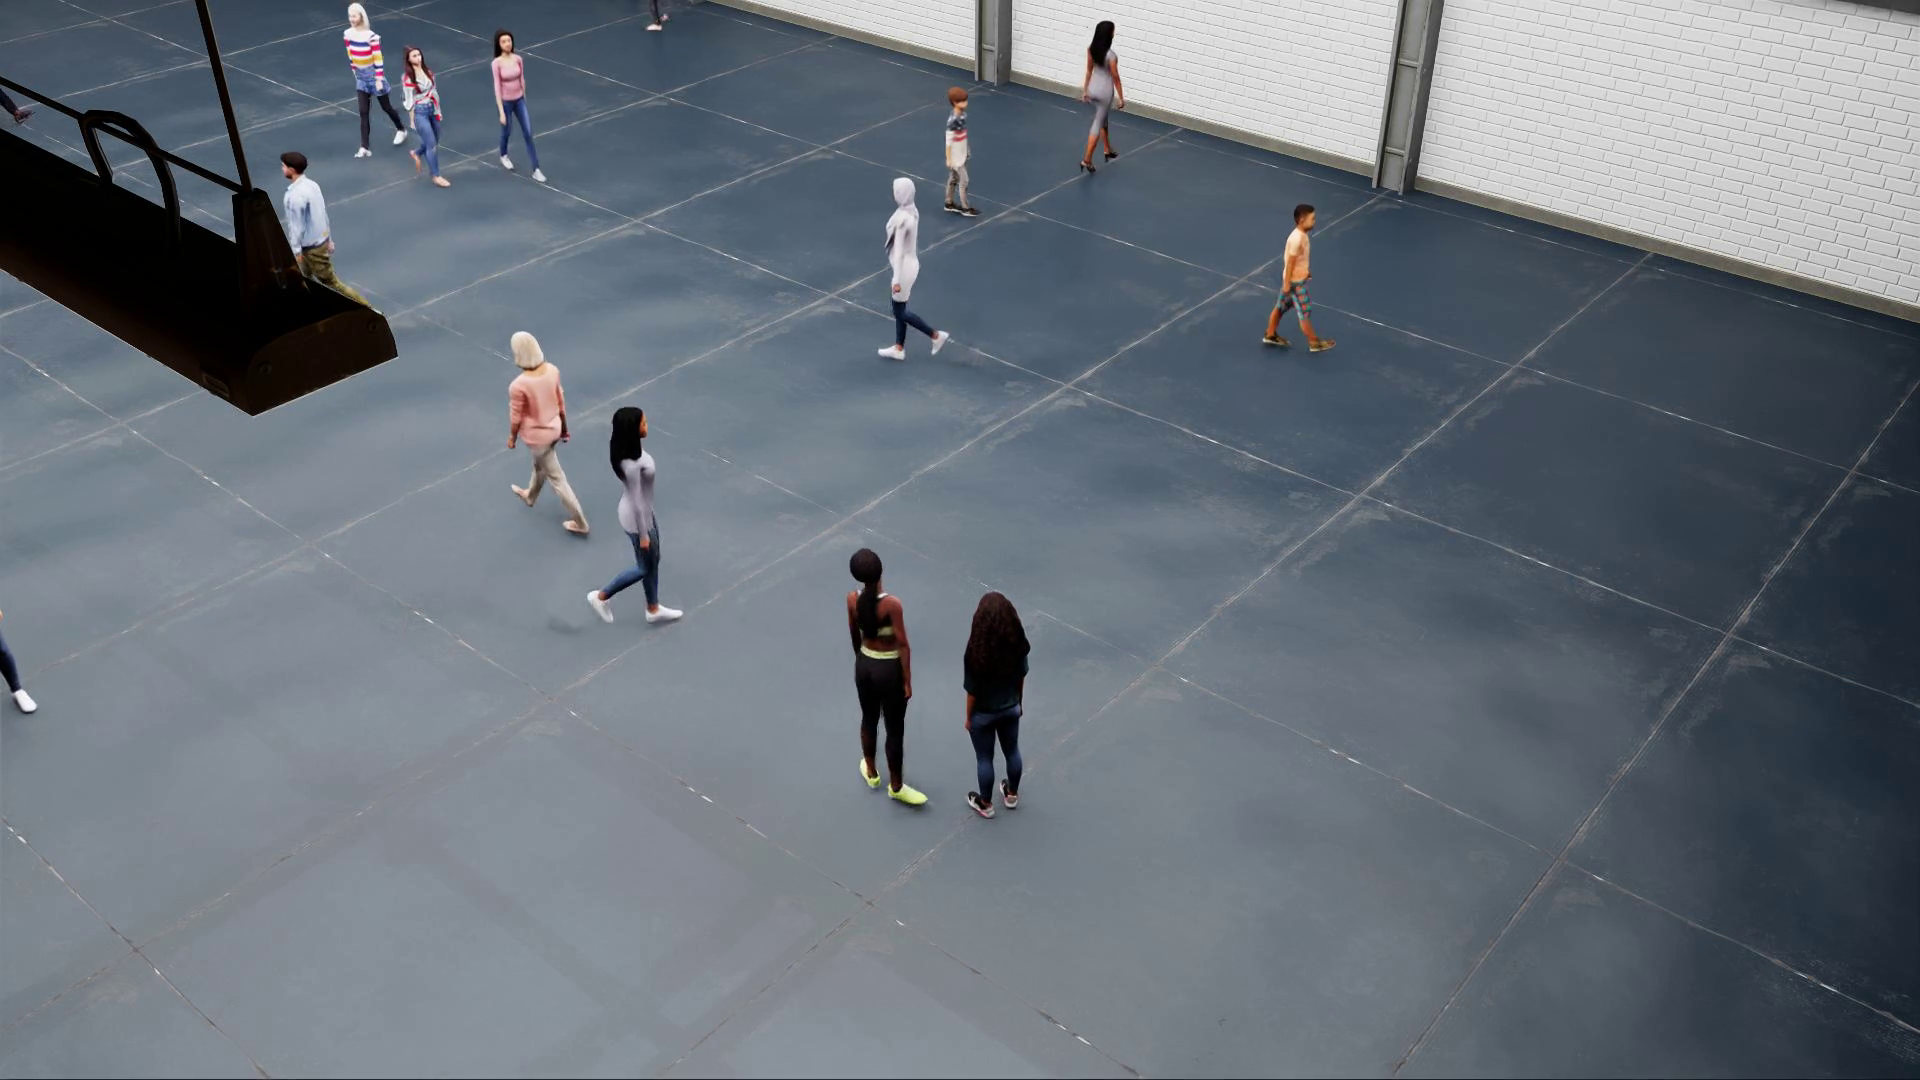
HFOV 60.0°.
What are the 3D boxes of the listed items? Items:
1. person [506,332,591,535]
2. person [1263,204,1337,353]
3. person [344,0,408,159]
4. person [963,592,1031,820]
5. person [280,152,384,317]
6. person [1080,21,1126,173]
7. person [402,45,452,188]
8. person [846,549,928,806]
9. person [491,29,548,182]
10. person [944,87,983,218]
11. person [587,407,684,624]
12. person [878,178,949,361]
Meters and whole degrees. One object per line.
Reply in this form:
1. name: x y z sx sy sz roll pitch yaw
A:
1. person: -3.148 -0.770 12.813 1.128 1.678 0.711 18 38 25
2. person: 3.059 -2.449 15.557 0.994 1.436 0.781 10 35 14
3. person: -6.968 -5.503 19.861 1.198 1.759 1.021 10 35 15
4. person: 0.213 1.017 10.181 0.692 1.616 0.718 -14 36 -19
5. person: -6.019 -2.761 15.727 1.248 1.769 1.193 -3 34 -5
6. person: 1.555 -5.087 19.236 0.802 1.759 0.898 -24 40 -31
7. person: -6.189 -4.881 19.073 0.967 1.595 0.665 20 39 27
8. person: -0.468 0.878 10.287 0.531 1.730 0.840 27 42 34
9. person: -5.226 -5.038 19.220 0.699 1.693 1.173 -26 41 -33
10. person: -0.091 -4.286 18.328 0.793 1.429 0.675 11 35 16
11. person: -2.386 -0.122 11.810 1.007 1.709 0.971 -4 34 -6
12. person: -0.428 -2.439 15.257 1.039 1.753 0.890 6 34 9
